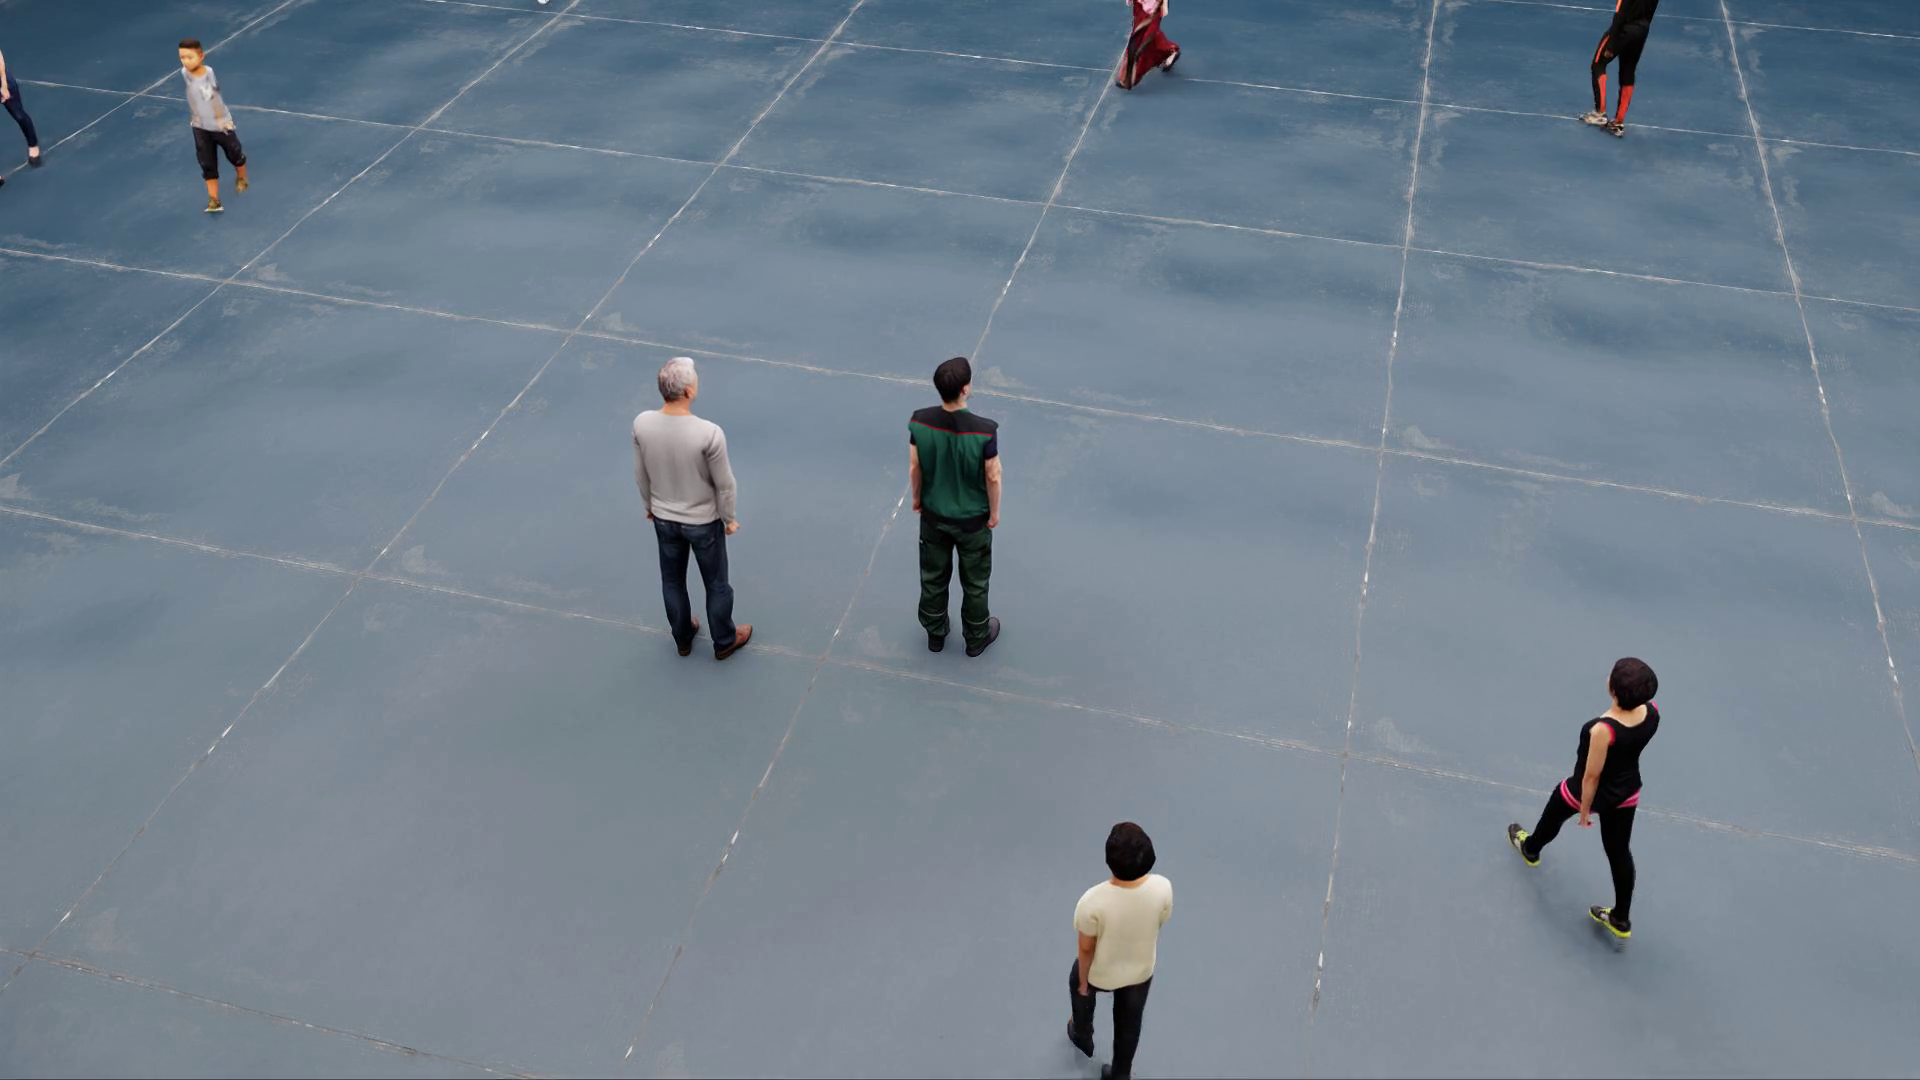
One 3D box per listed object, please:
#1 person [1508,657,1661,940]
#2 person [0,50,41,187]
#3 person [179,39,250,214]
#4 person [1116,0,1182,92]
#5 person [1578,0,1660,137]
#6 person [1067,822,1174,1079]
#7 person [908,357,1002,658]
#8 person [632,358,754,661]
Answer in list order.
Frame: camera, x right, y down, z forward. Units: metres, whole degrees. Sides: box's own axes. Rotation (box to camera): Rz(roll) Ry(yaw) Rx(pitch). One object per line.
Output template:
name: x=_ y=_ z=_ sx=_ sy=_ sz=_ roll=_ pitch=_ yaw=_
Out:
person: x=3.059 y=1.215 z=7.773 sx=0.916 sy=1.516 sz=1.092 roll=-13 pitch=40 yaw=-16
person: x=-8.249 y=-3.935 z=14.234 sx=0.877 sy=1.666 sz=1.207 roll=-5 pitch=38 yaw=-6
person: x=-6.262 y=-3.577 z=13.969 sx=0.784 sy=1.428 sz=1.046 roll=-2 pitch=38 yaw=-3
person: x=1.854 y=-5.123 z=15.801 sx=1.102 sy=1.607 sz=1.062 roll=-17 pitch=41 yaw=-21
person: x=6.007 y=-4.459 z=14.801 sx=0.789 sy=1.792 sz=0.836 roll=-14 pitch=40 yaw=-17
person: x=0.678 y=1.833 z=6.939 sx=0.758 sy=1.570 sz=0.831 roll=-8 pitch=39 yaw=-11
person: x=-0.024 y=-0.165 z=9.226 sx=0.661 sy=1.899 sz=0.560 roll=11 pitch=39 yaw=13
person: x=-1.495 y=-0.134 z=9.185 sx=0.718 sy=1.900 sz=0.611 roll=11 pitch=39 yaw=13
